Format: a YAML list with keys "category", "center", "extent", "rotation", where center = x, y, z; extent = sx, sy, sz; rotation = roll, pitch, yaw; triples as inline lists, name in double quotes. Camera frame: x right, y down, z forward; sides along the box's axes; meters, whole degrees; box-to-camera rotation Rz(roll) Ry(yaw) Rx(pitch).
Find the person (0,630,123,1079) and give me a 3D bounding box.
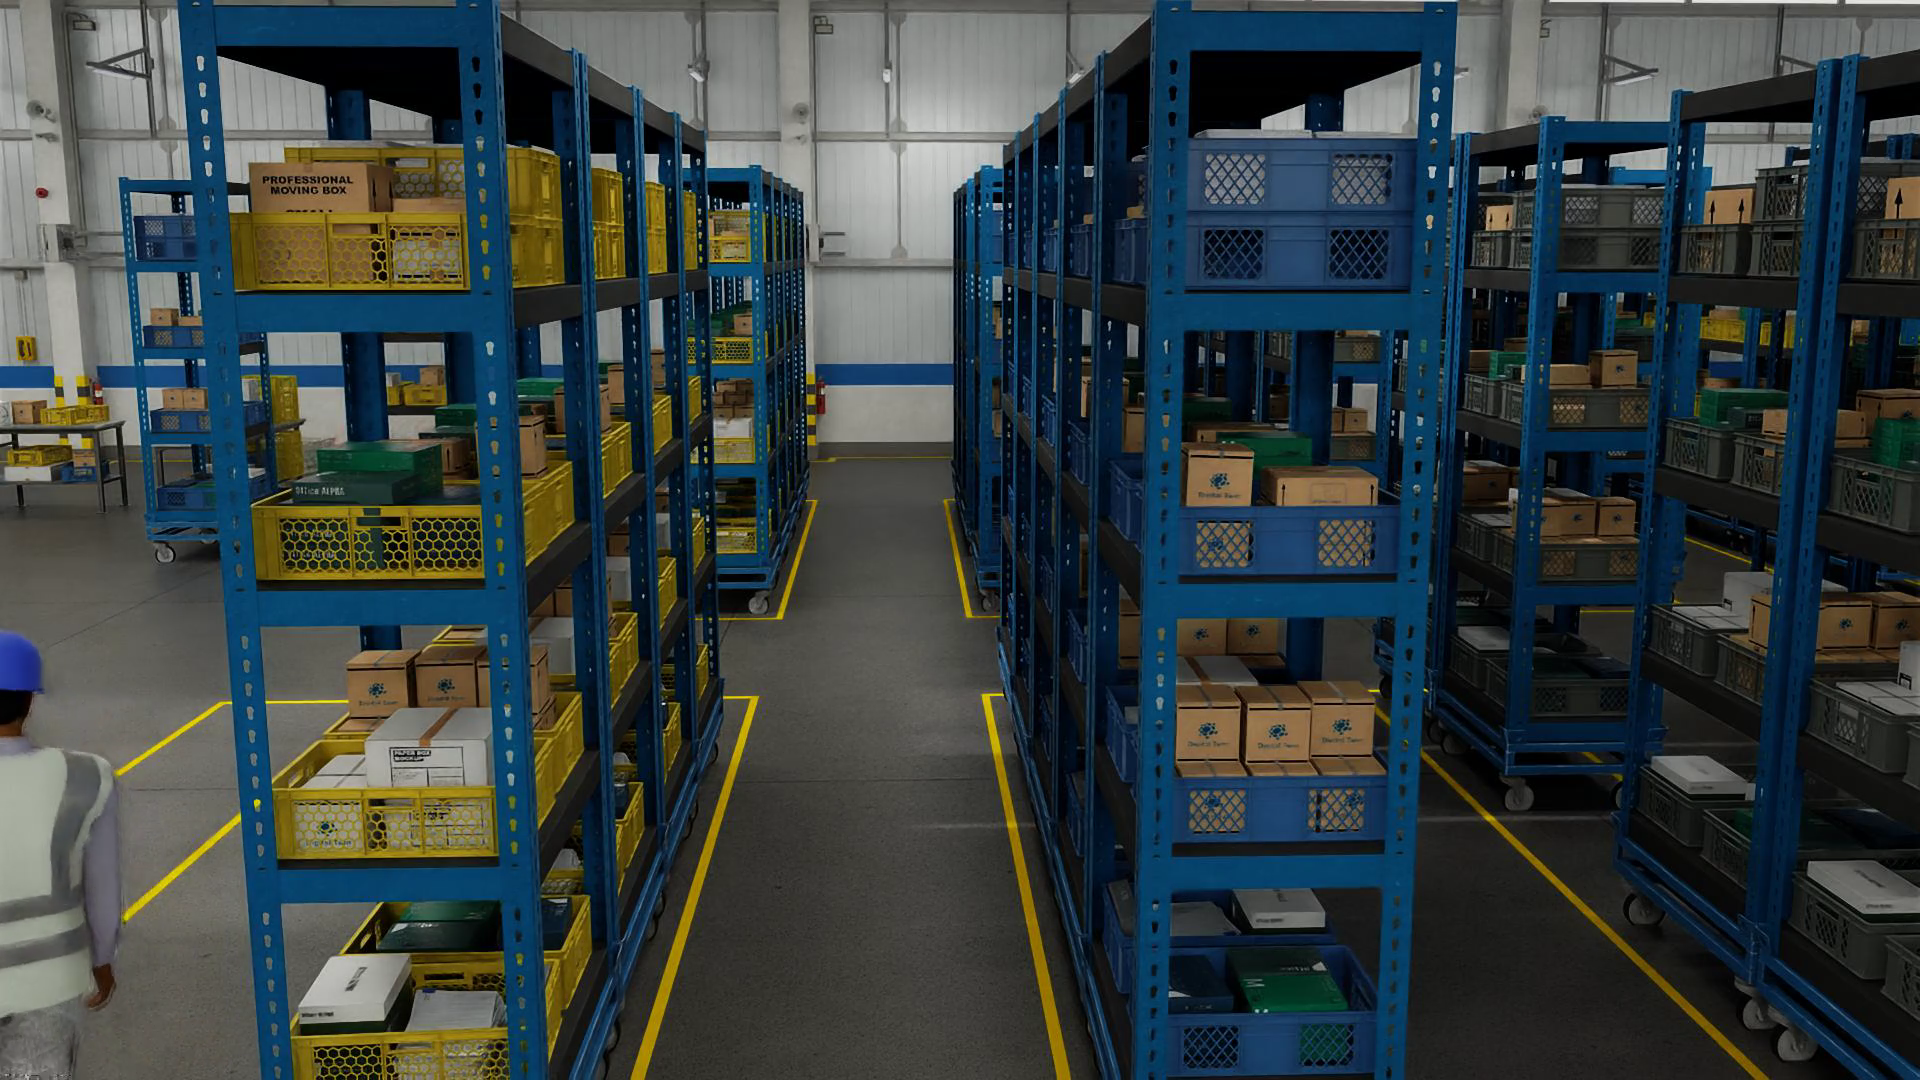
- category: "person"
  center: [-2.665, 1.213, 4.662]
  extent: [0.619, 1.914, 0.486]
  rotation: [-5, 11, -28]
